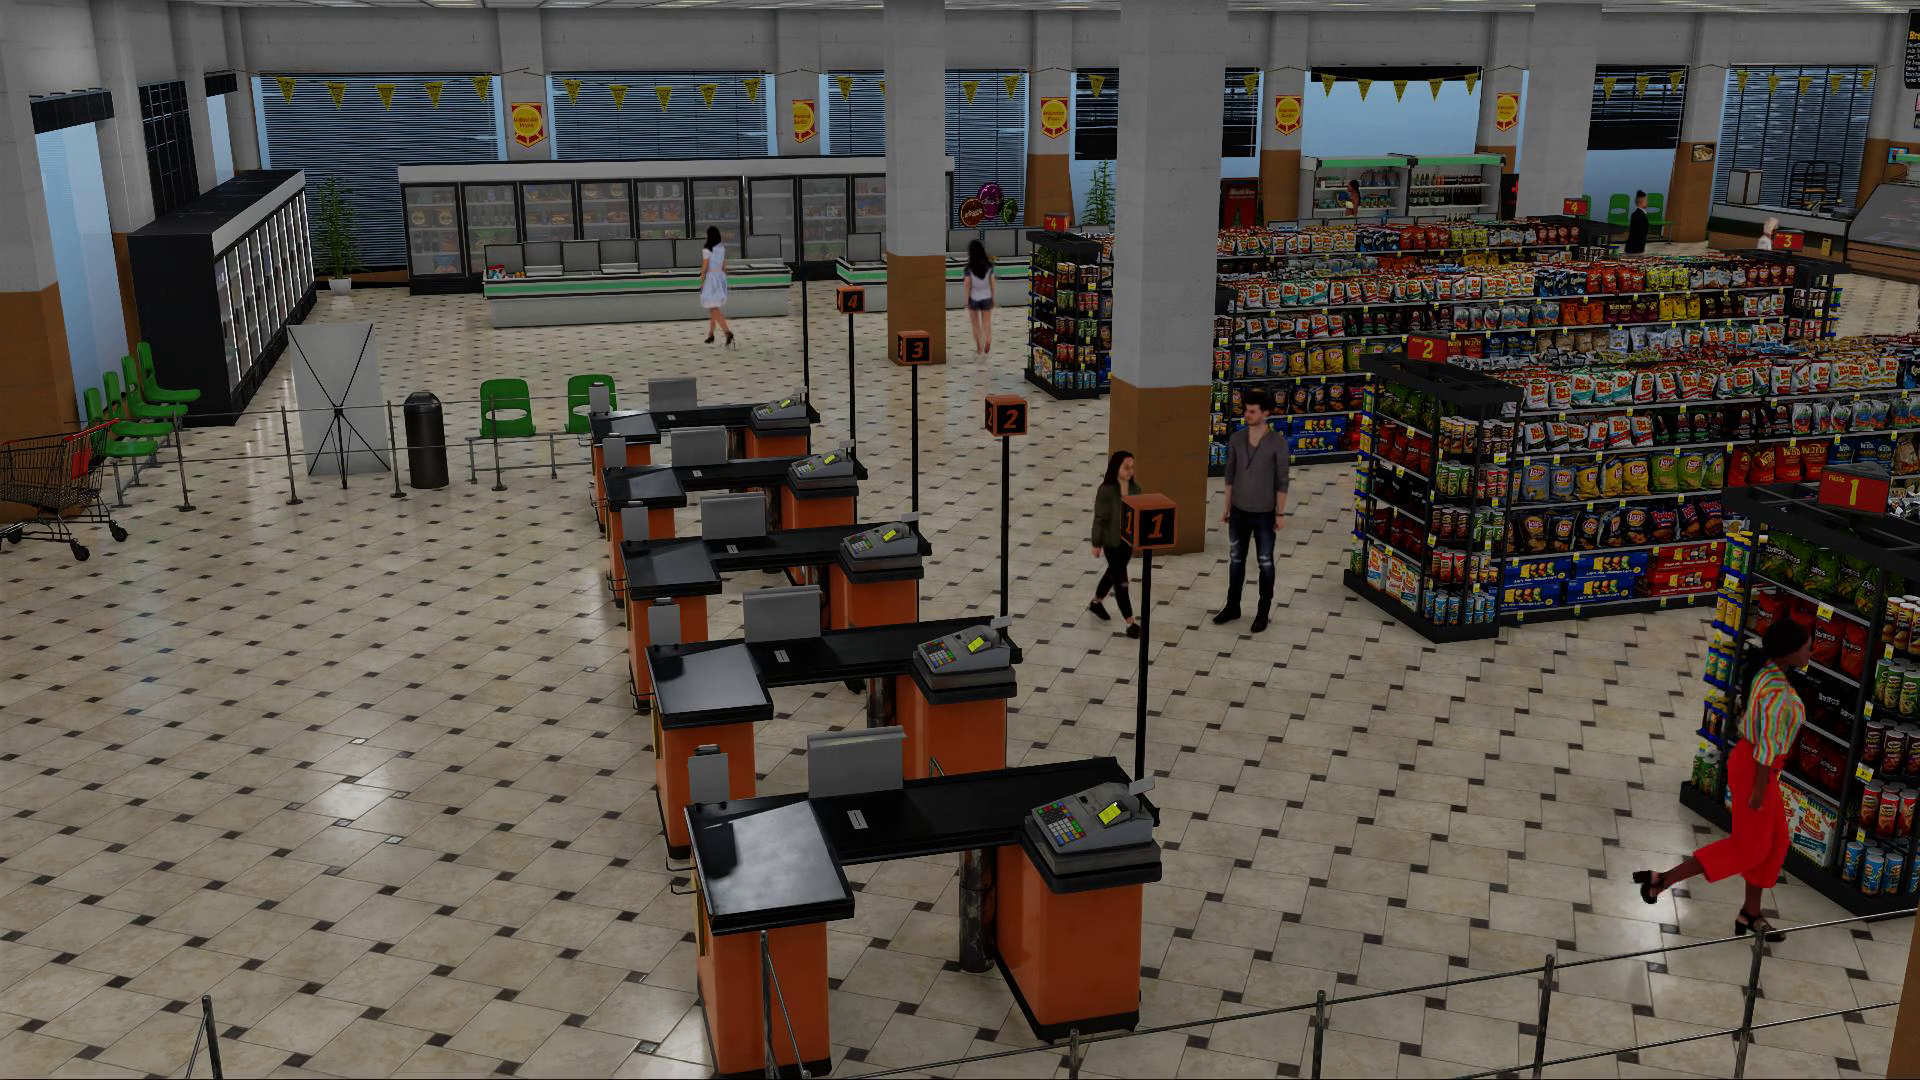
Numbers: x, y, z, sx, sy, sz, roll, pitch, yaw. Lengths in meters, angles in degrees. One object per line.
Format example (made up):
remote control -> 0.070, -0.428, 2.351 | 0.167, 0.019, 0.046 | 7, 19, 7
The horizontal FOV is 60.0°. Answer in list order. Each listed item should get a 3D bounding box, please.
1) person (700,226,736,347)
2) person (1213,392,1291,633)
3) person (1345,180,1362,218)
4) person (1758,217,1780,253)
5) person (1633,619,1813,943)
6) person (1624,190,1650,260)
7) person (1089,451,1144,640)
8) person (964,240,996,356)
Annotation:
person -> -3.618, -3.750, 24.827 | 1.024, 1.792, 1.046 | 14, 22, 39
person -> 2.319, -0.243, 13.085 | 0.762, 1.903, 0.802 | 11, 20, 33
person -> 7.917, -6.377, 33.540 | 0.602, 1.754, 0.620 | 0, 17, -1
person -> 12.838, -4.320, 26.811 | 0.905, 1.729, 0.926 | 15, 22, 40
person -> 3.917, 1.241, 8.437 | 1.098, 1.764, 0.905 | 4, 17, 12
person -> 11.826, -5.142, 29.129 | 0.742, 1.955, 0.780 | 2, 17, 6
person -> 1.195, 0.019, 13.025 | 1.032, 1.436, 0.864 | -11, 20, -32
person -> 0.292, -3.468, 24.092 | 0.806, 1.678, 0.671 | -4, 17, -12
